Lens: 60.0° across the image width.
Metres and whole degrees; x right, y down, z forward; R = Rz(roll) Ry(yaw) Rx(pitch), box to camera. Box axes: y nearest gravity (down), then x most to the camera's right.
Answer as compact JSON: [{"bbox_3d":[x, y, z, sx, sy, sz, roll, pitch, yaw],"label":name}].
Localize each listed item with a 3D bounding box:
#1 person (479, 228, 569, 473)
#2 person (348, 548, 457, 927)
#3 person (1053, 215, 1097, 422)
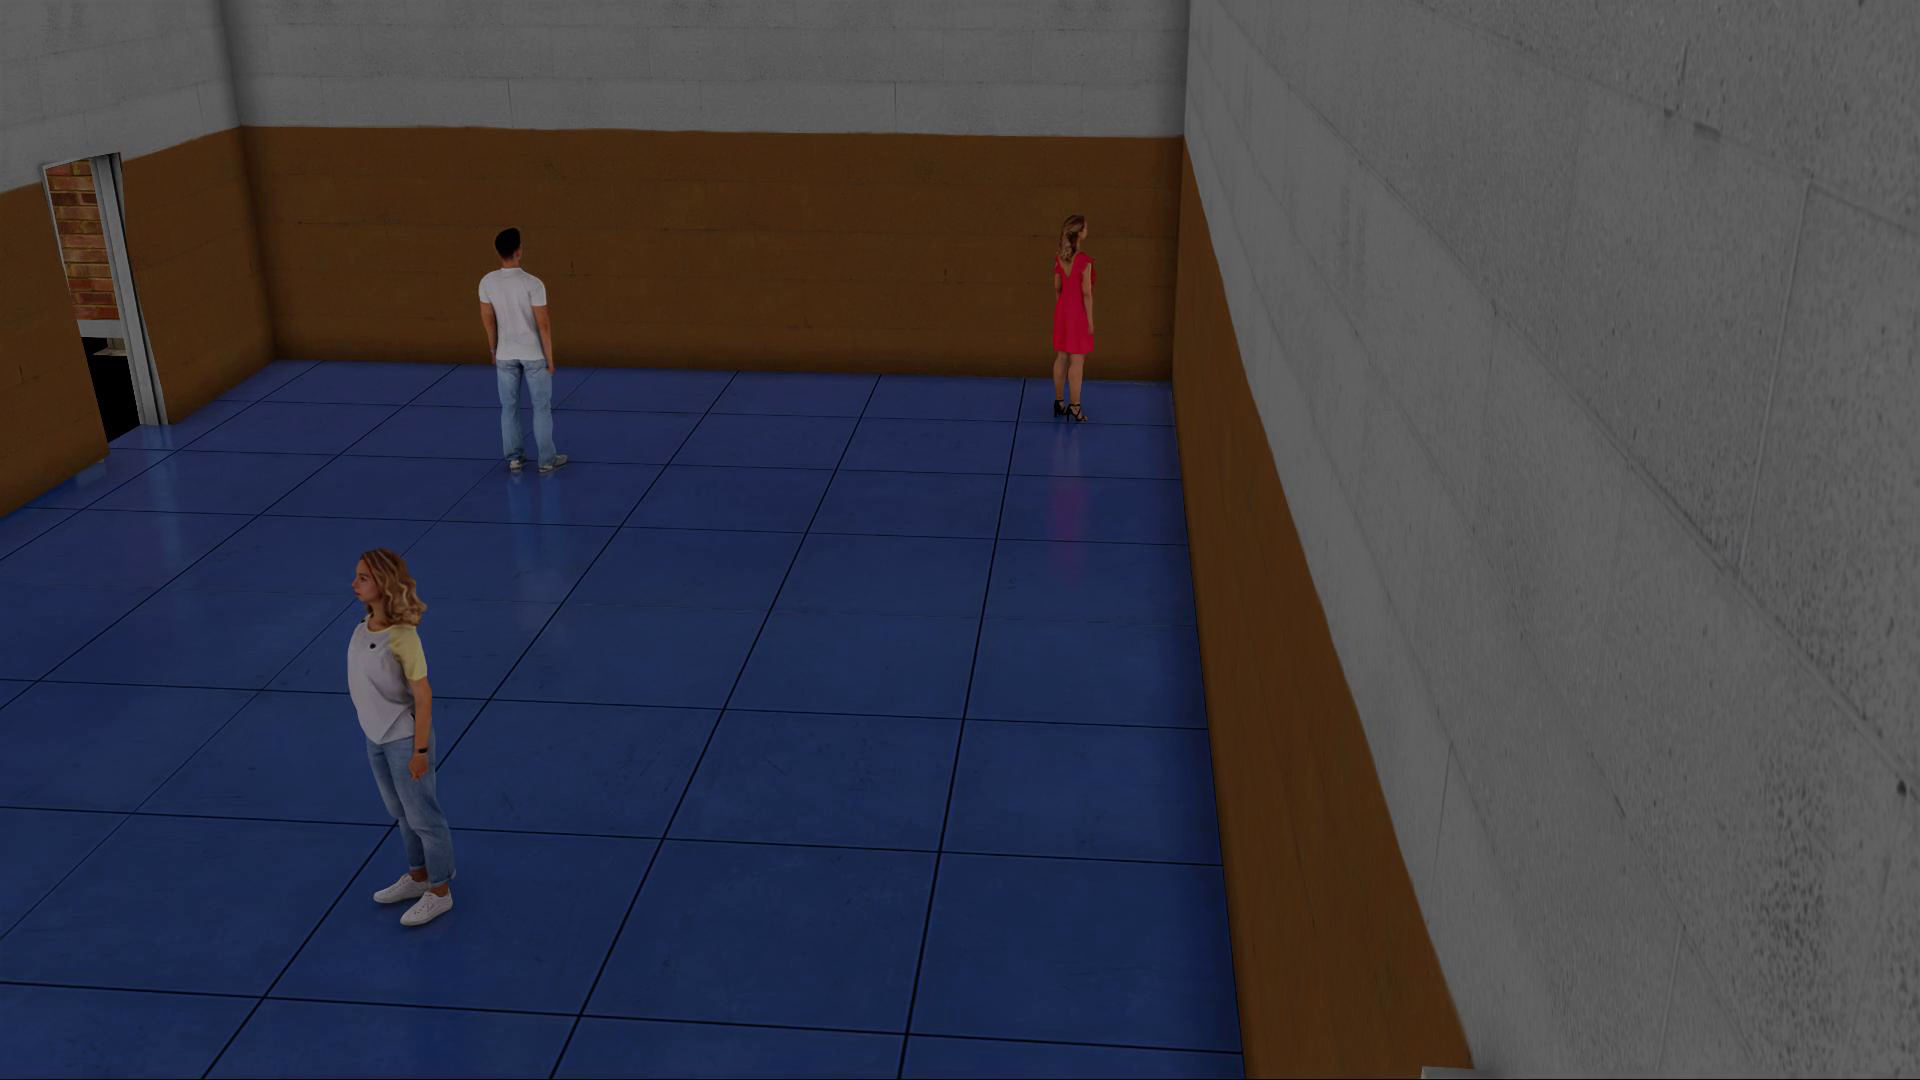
[{"bbox_3d":[-3.322,-1.426,12.587,0.504,1.866,0.742,3,22,8],"label":"person"},{"bbox_3d":[-2.391,0.836,7.129,0.771,1.723,0.694,-20,29,-41],"label":"person"},{"bbox_3d":[0.931,-1.849,13.823,0.716,1.728,0.664,-15,27,-34],"label":"person"}]
